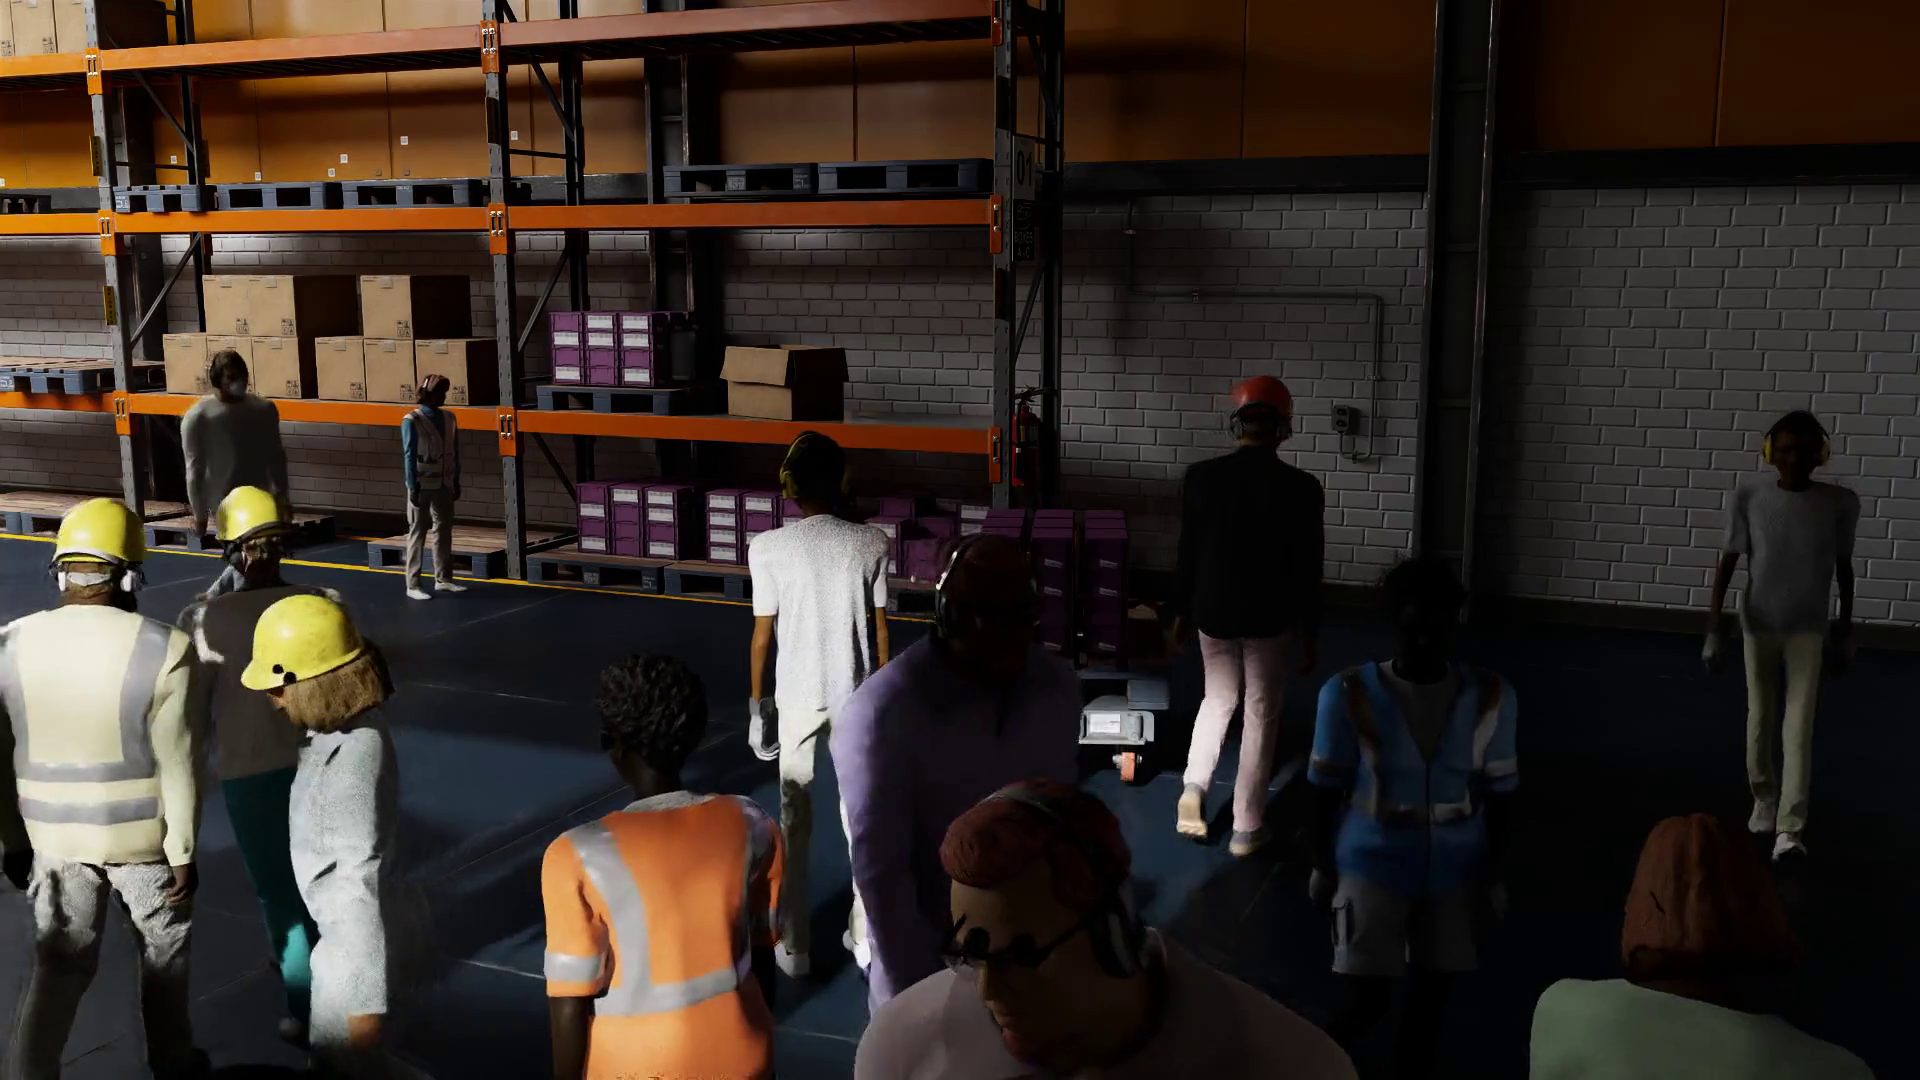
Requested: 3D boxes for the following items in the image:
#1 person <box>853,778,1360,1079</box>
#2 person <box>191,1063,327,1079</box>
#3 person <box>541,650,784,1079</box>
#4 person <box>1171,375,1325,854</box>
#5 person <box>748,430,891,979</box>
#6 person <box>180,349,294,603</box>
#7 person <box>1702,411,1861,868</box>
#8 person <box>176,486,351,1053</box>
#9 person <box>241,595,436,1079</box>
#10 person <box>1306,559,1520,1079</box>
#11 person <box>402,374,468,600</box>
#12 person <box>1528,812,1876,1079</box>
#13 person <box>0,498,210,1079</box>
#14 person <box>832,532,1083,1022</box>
[{"bbox_3d":[0.228,1.175,2.048,0.758,1.840,0.973,2,10,11],"label":"person"},{"bbox_3d":[-0.481,1.269,1.414,0.605,1.882,0.941,-1,10,-6],"label":"person"},{"bbox_3d":[-0.561,1.055,3.263,0.552,1.668,0.403,-9,13,-42],"label":"person"},{"bbox_3d":[1.152,0.325,6.731,0.656,1.968,0.573,6,11,30],"label":"person"},{"bbox_3d":[-0.469,0.560,5.666,0.515,1.861,0.318,-3,10,-19],"label":"person"},{"bbox_3d":[-4.530,-0.240,10.337,0.871,1.907,0.629,5,11,28],"label":"person"},{"bbox_3d":[3.335,0.393,6.768,0.562,1.817,0.963,5,11,26],"label":"person"},{"bbox_3d":[-2.208,0.691,5.252,0.820,1.734,0.529,9,13,44],"label":"person"},{"bbox_3d":[-1.329,0.939,3.817,0.530,1.705,0.530,-4,10,-22],"label":"person"},{"bbox_3d":[1.176,0.868,4.359,0.533,1.679,0.394,0,9,-2],"label":"person"},{"bbox_3d":[-3.812,-0.383,12.024,0.319,1.628,0.522,5,11,28],"label":"person"},{"bbox_3d":[1.101,1.205,2.511,0.565,1.605,0.504,9,13,43],"label":"person"},{"bbox_3d":[-2.336,0.794,4.475,0.603,1.797,0.860,-1,9,-3],"label":"person"},{"bbox_3d":[0.066,0.903,3.610,0.643,1.851,0.954,-5,11,-29],"label":"person"}]
